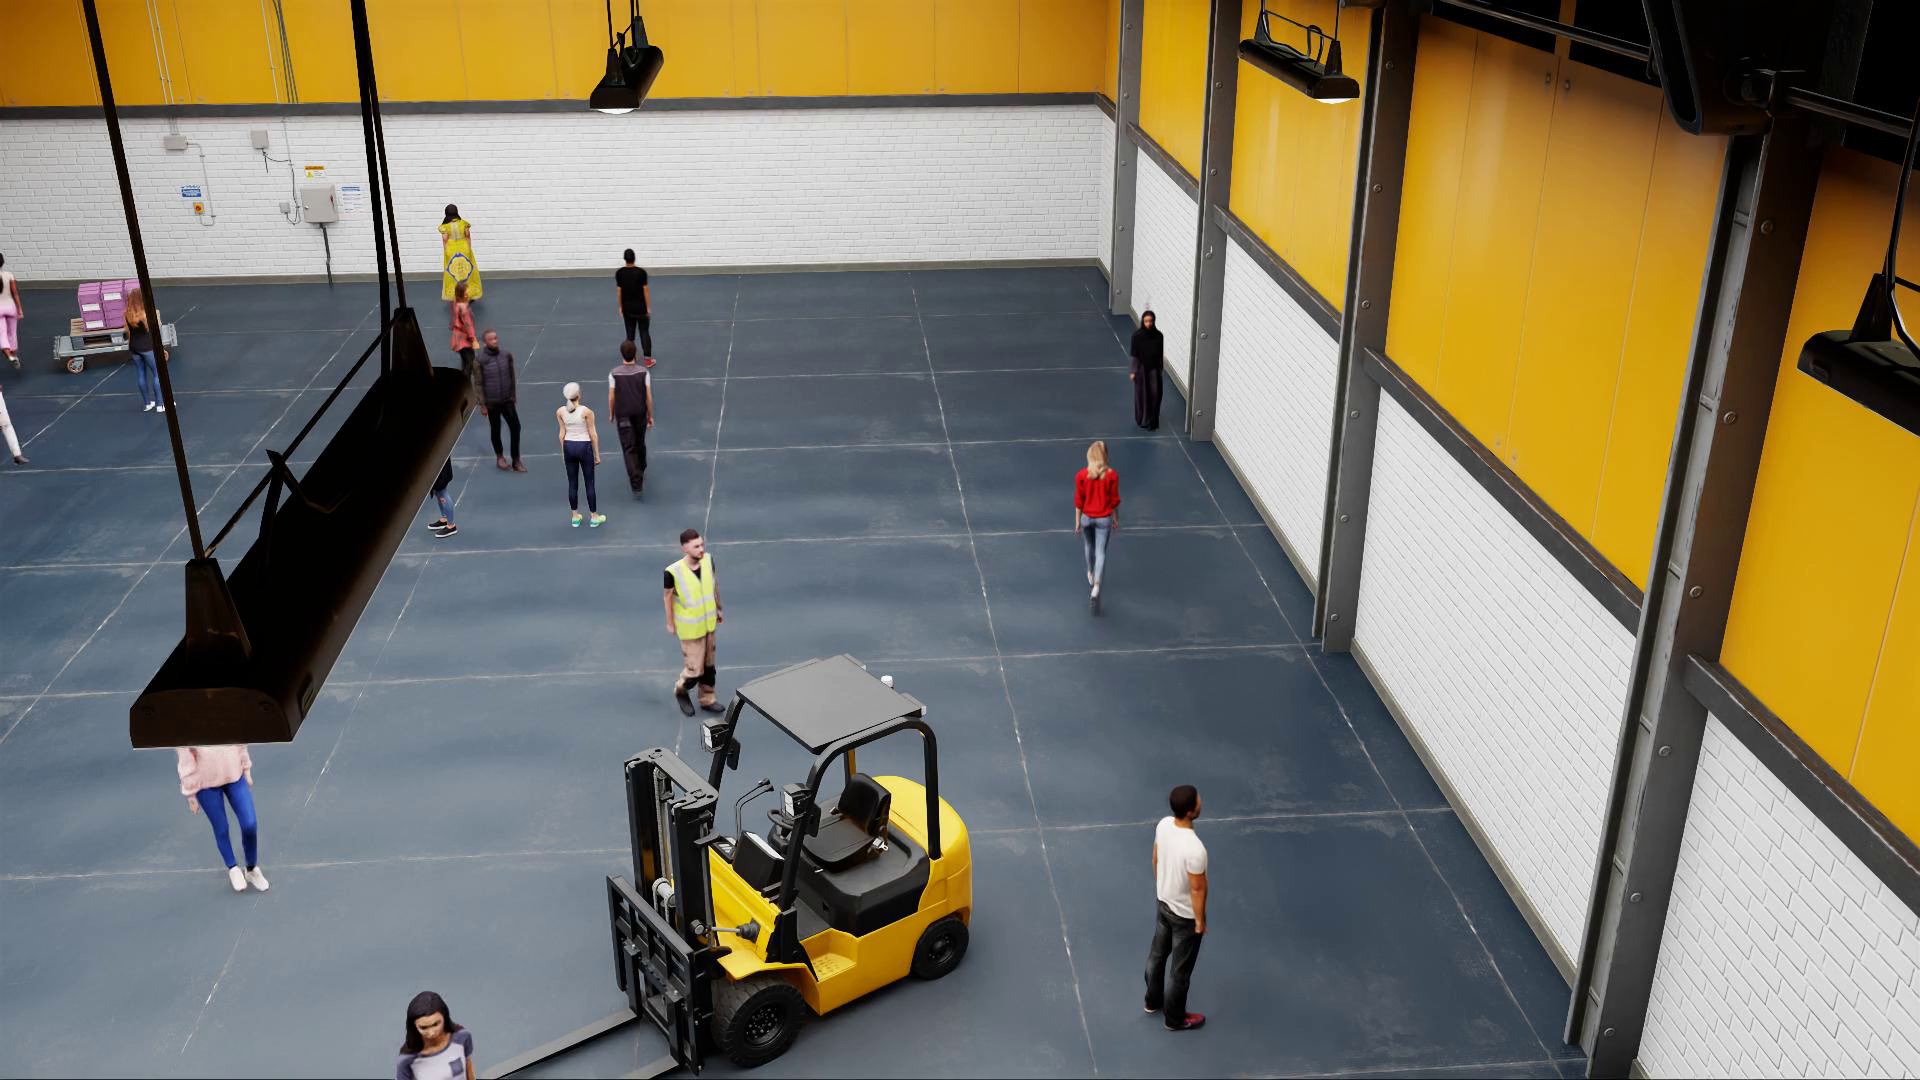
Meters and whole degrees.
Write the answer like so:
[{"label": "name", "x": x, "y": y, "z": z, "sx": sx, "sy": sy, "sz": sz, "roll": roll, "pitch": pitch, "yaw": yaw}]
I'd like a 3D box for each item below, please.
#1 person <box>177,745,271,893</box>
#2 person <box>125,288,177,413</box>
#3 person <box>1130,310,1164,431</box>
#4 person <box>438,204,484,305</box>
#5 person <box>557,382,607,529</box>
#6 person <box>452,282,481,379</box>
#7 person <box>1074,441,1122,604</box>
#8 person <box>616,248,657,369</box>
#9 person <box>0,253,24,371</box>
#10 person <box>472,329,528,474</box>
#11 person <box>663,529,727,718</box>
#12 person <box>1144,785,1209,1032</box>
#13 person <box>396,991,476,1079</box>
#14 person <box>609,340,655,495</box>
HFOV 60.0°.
[{"label": "person", "x": -5.546, "y": 1.811, "z": 12.414, "sx": 0.807, "sy": 1.755, "sz": 0.834, "roll": -17, "pitch": 29, "yaw": -34}, {"label": "person", "x": -11.060, "y": -2.575, "z": 22.521, "sx": 0.680, "sy": 1.696, "sz": 0.625, "roll": 3, "pitch": 24, "yaw": 7}, {"label": "person", "x": 2.468, "y": -2.288, "z": 21.972, "sx": 0.641, "sy": 1.610, "sz": 0.812, "roll": 0, "pitch": 24, "yaw": -1}, {"label": "person", "x": -8.313, "y": -4.742, "z": 27.522, "sx": 0.982, "sy": 1.660, "sz": 0.971, "roll": -14, "pitch": 27, "yaw": -28}, {"label": "person", "x": -4.318, "y": -0.970, "z": 18.840, "sx": 0.639, "sy": 1.703, "sz": 0.598, "roll": 3, "pitch": 24, "yaw": 7}, {"label": "person", "x": -6.868, "y": -2.787, "z": 23.030, "sx": 0.816, "sy": 1.677, "sz": 0.653, "roll": -20, "pitch": 31, "yaw": -38}, {"label": "person", "x": 1.394, "y": -0.161, "z": 17.030, "sx": 0.755, "sy": 1.671, "sz": 1.160, "roll": 2, "pitch": 24, "yaw": 5}, {"label": "person", "x": -4.759, "y": -3.387, "z": 24.304, "sx": 0.667, "sy": 1.756, "sz": 0.619, "roll": 3, "pitch": 24, "yaw": 7}, {"label": "person", "x": -13.841, "y": -3.267, "z": 24.088, "sx": 0.928, "sy": 1.709, "sz": 1.185, "roll": -14, "pitch": 27, "yaw": -30}, {"label": "person", "x": -5.714, "y": -1.723, "z": 20.426, "sx": 0.949, "sy": 1.813, "sz": 1.025, "roll": -18, "pitch": 29, "yaw": -35}, {"label": "person", "x": -2.395, "y": 0.719, "z": 14.815, "sx": 0.911, "sy": 1.832, "sz": 0.850, "roll": 18, "pitch": 29, "yaw": 35}, {"label": "person", "x": 1.435, "y": 2.407, "z": 10.991, "sx": 0.775, "sy": 1.803, "sz": 0.619, "roll": -12, "pitch": 26, "yaw": -26}, {"label": "person", "x": -2.921, "y": 3.205, "z": 9.305, "sx": 0.992, "sy": 1.690, "sz": 1.227, "roll": -16, "pitch": 28, "yaw": -32}, {"label": "person", "x": -3.893, "y": -1.425, "z": 19.747, "sx": 0.879, "sy": 1.810, "sz": 1.256, "roll": -9, "pitch": 25, "yaw": -20}]
